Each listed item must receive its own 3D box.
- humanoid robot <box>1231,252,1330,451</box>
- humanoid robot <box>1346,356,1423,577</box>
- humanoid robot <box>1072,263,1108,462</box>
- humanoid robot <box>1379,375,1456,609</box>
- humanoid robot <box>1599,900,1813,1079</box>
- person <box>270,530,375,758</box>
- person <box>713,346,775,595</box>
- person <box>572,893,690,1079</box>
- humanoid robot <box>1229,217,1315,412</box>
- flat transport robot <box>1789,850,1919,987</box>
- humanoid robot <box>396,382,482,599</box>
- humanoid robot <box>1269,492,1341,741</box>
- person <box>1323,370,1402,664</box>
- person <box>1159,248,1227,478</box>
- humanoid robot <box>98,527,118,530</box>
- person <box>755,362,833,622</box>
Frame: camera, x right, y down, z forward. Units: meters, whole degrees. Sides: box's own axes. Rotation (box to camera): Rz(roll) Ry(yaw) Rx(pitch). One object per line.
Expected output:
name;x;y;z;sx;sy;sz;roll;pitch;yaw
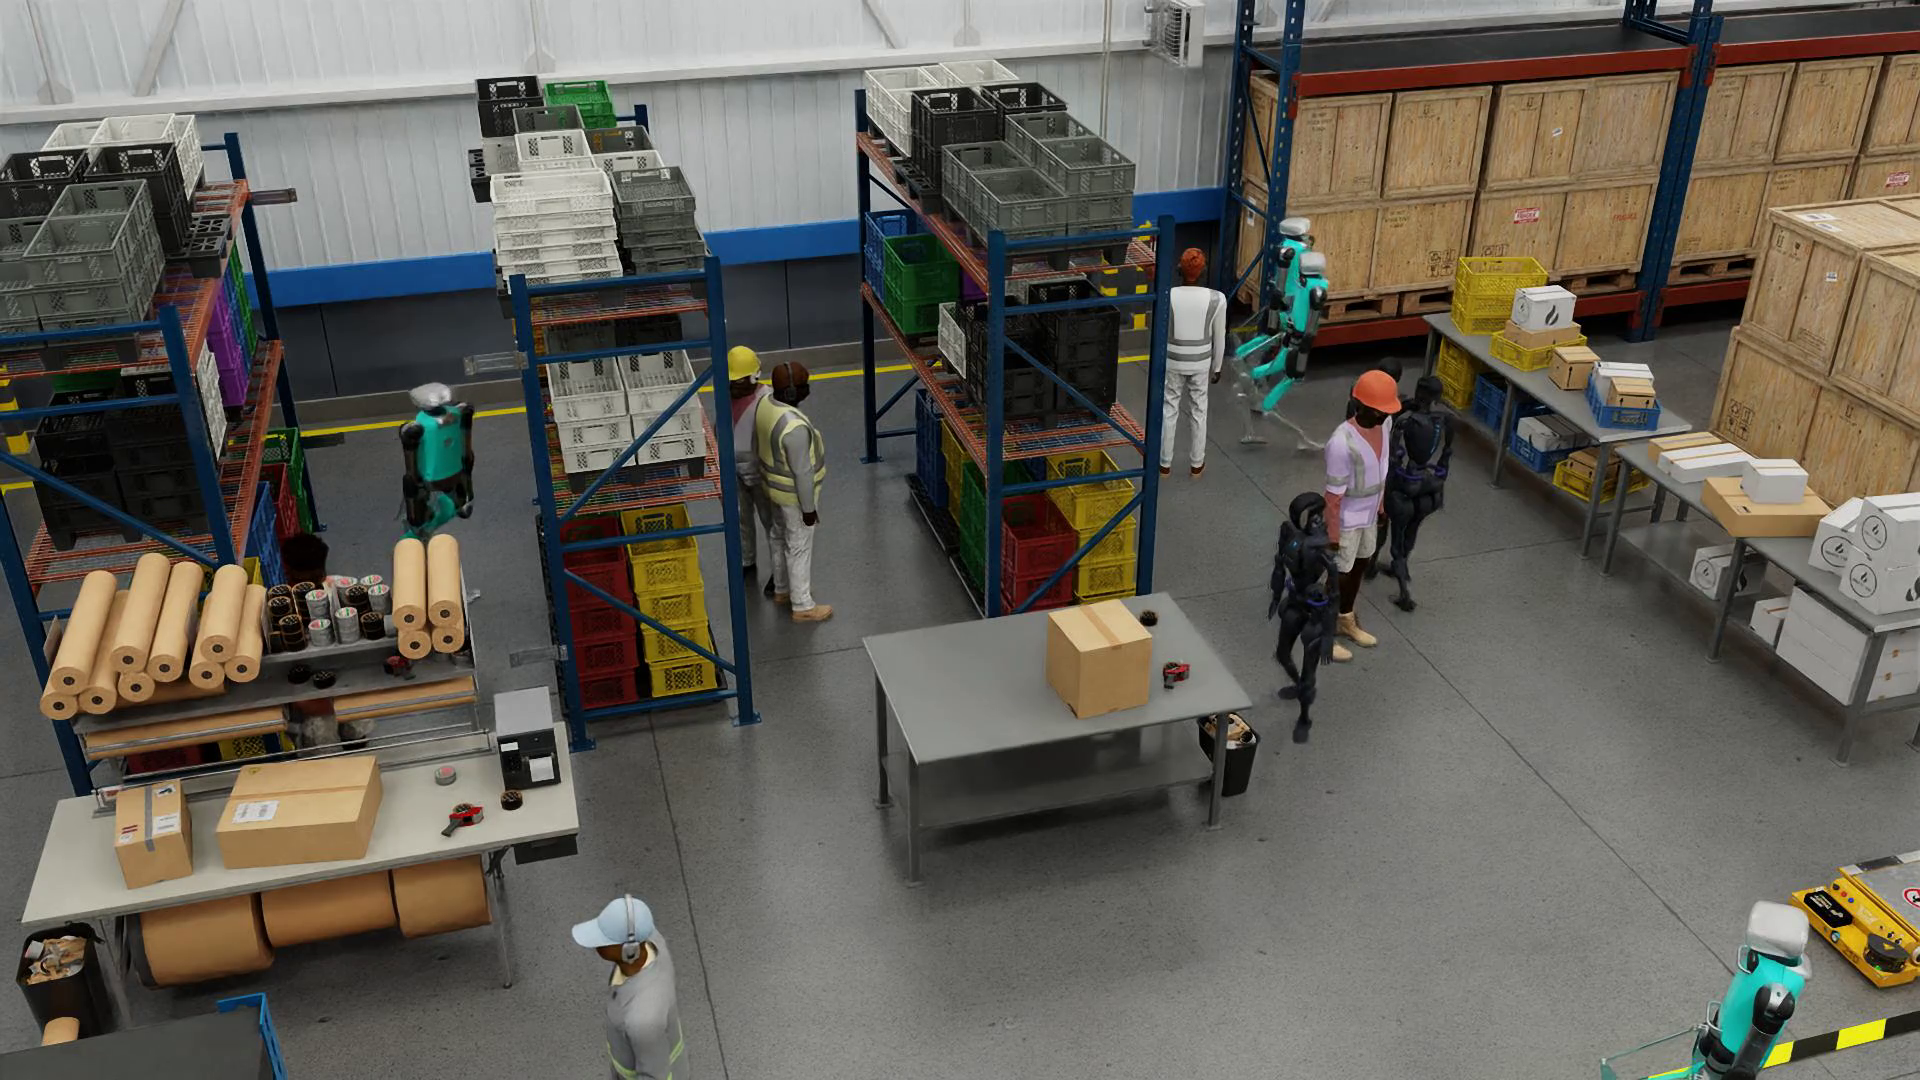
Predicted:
humanoid robot;2.518;-1.448;13.273;0.910;1.761;0.583;0;29;0
humanoid robot;2.936;-0.523;11.640;0.595;1.650;0.353;11;31;19
humanoid robot;0.907;-1.444;13.344;0.593;1.632;0.610;-15;32;-25
humanoid robot;3.084;-0.334;11.358;0.612;1.660;0.610;-12;31;-21
humanoid robot;2.862;2.099;6.678;0.735;1.677;0.533;12;31;21
person;-3.371;0.825;8.907;0.385;1.957;0.605;19;34;31
person;-1.451;-0.487;11.433;0.587;1.823;0.403;16;33;27
person;-1.262;2.145;6.614;0.373;1.852;0.589;-7;30;-12
humanoid robot;2.576;-1.870;14.059;0.664;1.817;0.534;18;33;29
flat transport robot;5.163;1.916;8.676;1.431;0.231;0.659;-8;30;-14
humanoid robot;-3.569;-0.276;11.130;0.778;1.758;0.548;20;34;32
humanoid robot;2.095;0.422;9.939;0.467;1.644;0.611;-14;32;-24
person;2.539;-0.151;10.615;0.402;2.030;0.610;24;37;37
person;1.763;-1.364;12.969;0.573;1.882;0.356;2;29;3
humanoid robot;-6.224;-0.846;12.279;0.609;1.619;0.762;21;35;33
person;-1.106;-0.331;11.130;0.429;1.841;0.633;-14;32;-24
